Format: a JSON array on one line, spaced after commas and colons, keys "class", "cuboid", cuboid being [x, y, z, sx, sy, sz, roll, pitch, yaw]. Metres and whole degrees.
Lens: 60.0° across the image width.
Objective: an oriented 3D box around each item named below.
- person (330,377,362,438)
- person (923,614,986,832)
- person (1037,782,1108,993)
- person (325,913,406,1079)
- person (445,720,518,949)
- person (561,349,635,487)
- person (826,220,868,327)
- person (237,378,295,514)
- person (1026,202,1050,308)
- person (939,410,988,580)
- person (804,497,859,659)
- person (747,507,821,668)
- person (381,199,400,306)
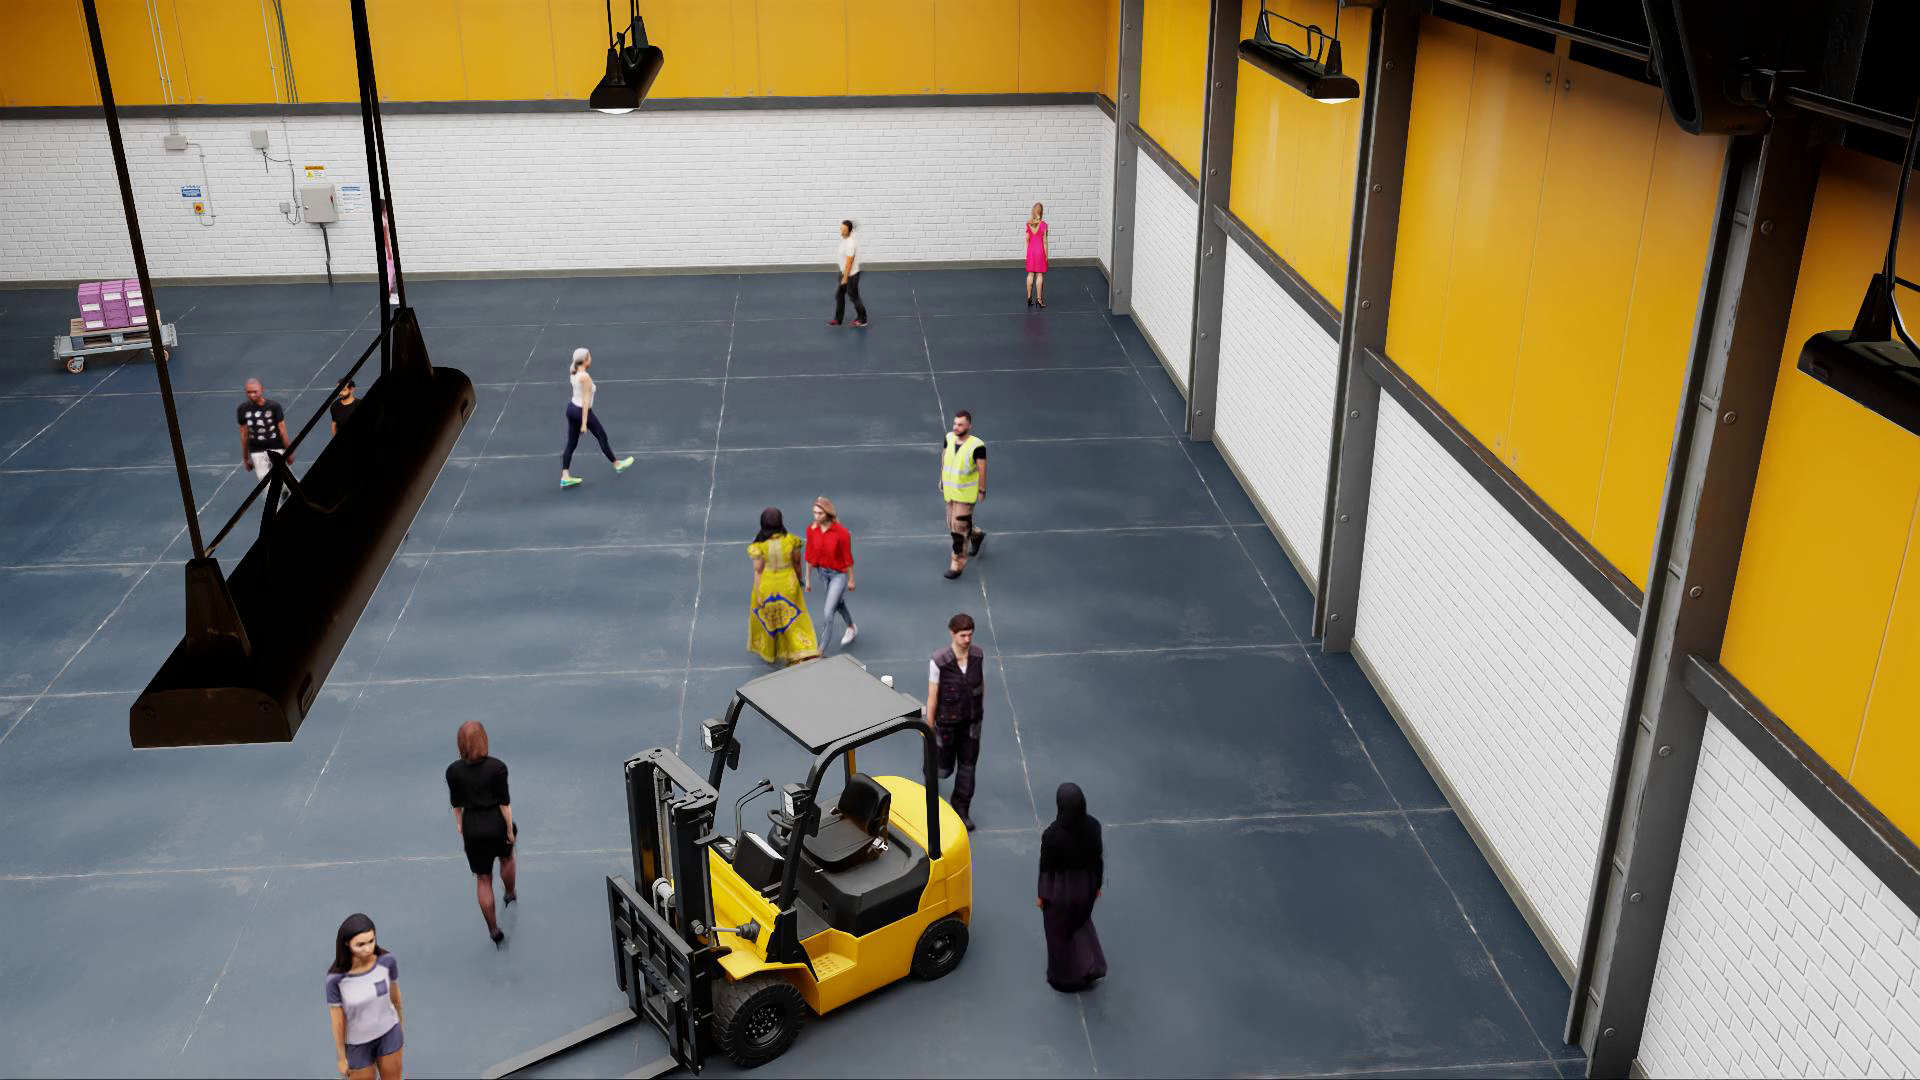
[{"class": "person", "cuboid": [-6.849, -1.008, 18.861, 0.664, 1.757, 0.590, 2, 24, 5]}, {"class": "person", "cuboid": [-0.062, 1.396, 13.268, 0.870, 1.831, 1.036, -9, 25, -20]}, {"class": "person", "cuboid": [0.777, 2.392, 11.270, 0.771, 1.606, 0.905, -11, 26, -24]}, {"class": "person", "cuboid": [-3.534, 2.937, 9.885, 0.827, 1.716, 0.923, -18, 30, -36]}, {"class": "person", "cuboid": [-3.365, 2.125, 11.805, 0.602, 1.667, 0.890, -3, 24, -6]}, {"class": "person", "cuboid": [-4.624, -1.428, 19.951, 1.116, 1.652, 1.180, -18, 29, -35]}, {"class": "person", "cuboid": [-1.689, -4.181, 26.127, 0.968, 1.750, 0.972, -6, 24, -14]}, {"class": "person", "cuboid": [-7.799, -0.996, 18.790, 0.718, 1.790, 0.794, -5, 24, -10]}, {"class": "person", "cuboid": [1.252, -4.692, 27.324, 0.662, 1.728, 0.712, 16, 28, 32]}, {"class": "person", "cuboid": [0.048, -0.533, 17.692, 1.126, 1.822, 1.171, 19, 30, 37]}, {"class": "person", "cuboid": [-1.180, 0.352, 15.889, 1.030, 1.644, 1.234, 11, 26, 24]}, {"class": "person", "cuboid": [-1.683, 0.521, 15.525, 0.884, 1.627, 1.163, -7, 25, -15]}, {"class": "person", "cuboid": [-9.460, -4.770, 27.489, 0.646, 1.738, 0.494, -5, 24, -11]}]
